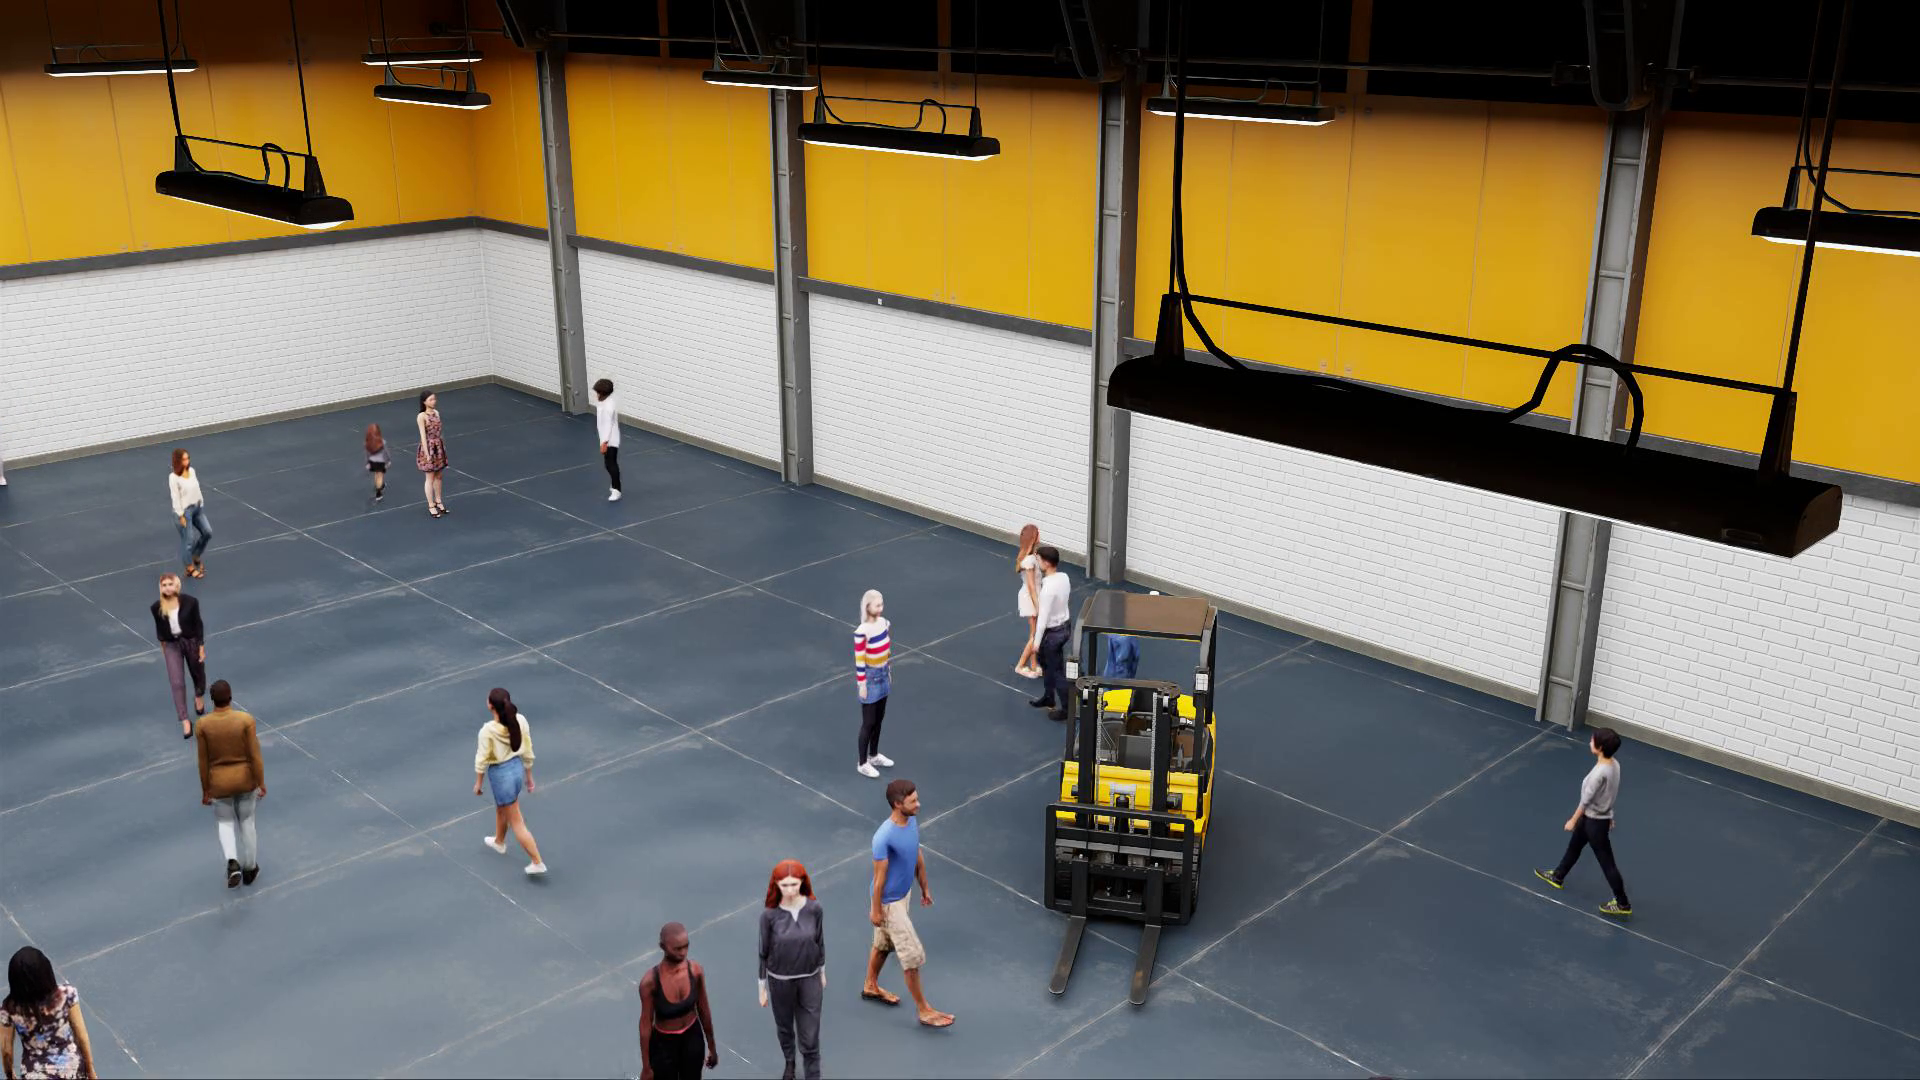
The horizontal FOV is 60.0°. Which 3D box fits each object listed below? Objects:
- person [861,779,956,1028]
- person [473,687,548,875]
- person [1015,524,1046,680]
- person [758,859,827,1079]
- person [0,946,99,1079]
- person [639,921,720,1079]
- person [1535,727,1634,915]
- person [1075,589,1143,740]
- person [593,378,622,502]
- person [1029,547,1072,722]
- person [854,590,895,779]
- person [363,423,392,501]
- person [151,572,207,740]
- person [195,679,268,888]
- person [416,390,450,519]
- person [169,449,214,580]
[{"bbox_3d":[-0.554,2.532,11.837,1.142,1.831,0.886,8,20,23],"label":"person"},{"bbox_3d":[-3.697,2.024,13.719,1.172,1.592,0.771,13,22,33],"label":"person"},{"bbox_3d":[0.699,0.649,17.671,0.815,1.676,0.754,5,19,16],"label":"person"},{"bbox_3d":[-1.111,2.873,10.972,1.006,1.737,1.145,-3,19,-9],"label":"person"},{"bbox_3d":[-5.382,3.258,9.890,0.746,1.697,1.049,-12,22,-31],"label":"person"},{"bbox_3d":[-1.791,3.100,10.288,0.764,1.743,0.944,-12,22,-31],"label":"person"},{"bbox_3d":[5.119,2.253,13.166,1.078,1.511,0.673,13,23,34],"label":"person"},{"bbox_3d":[1.394,1.323,15.521,1.248,1.771,1.022,6,20,17],"label":"person"},{"bbox_3d":[-5.013,-1.483,23.818,0.937,1.793,0.741,-1,19,-4],"label":"person"},{"bbox_3d":[1.031,0.957,16.480,0.892,1.853,0.785,10,21,28],"label":"person"},{"bbox_3d":[-0.813,1.309,15.504,0.605,1.809,0.703,10,21,28],"label":"person"},{"bbox_3d":[-8.363,-1.111,23.835,0.766,1.077,0.821,0,19,1],"label":"person"},{"bbox_3d":[-7.657,1.093,16.454,0.876,1.612,1.158,-7,20,-21],"label":"person"},{"bbox_3d":[-5.884,2.007,13.435,0.843,1.805,0.950,-6,20,-17],"label":"person"},{"bbox_3d":[-7.293,-1.198,23.000,0.817,1.776,0.784,6,20,17],"label":"person"},{"bbox_3d":[-9.634,-0.335,20.601,0.761,1.671,0.750,5,19,14],"label":"person"}]
